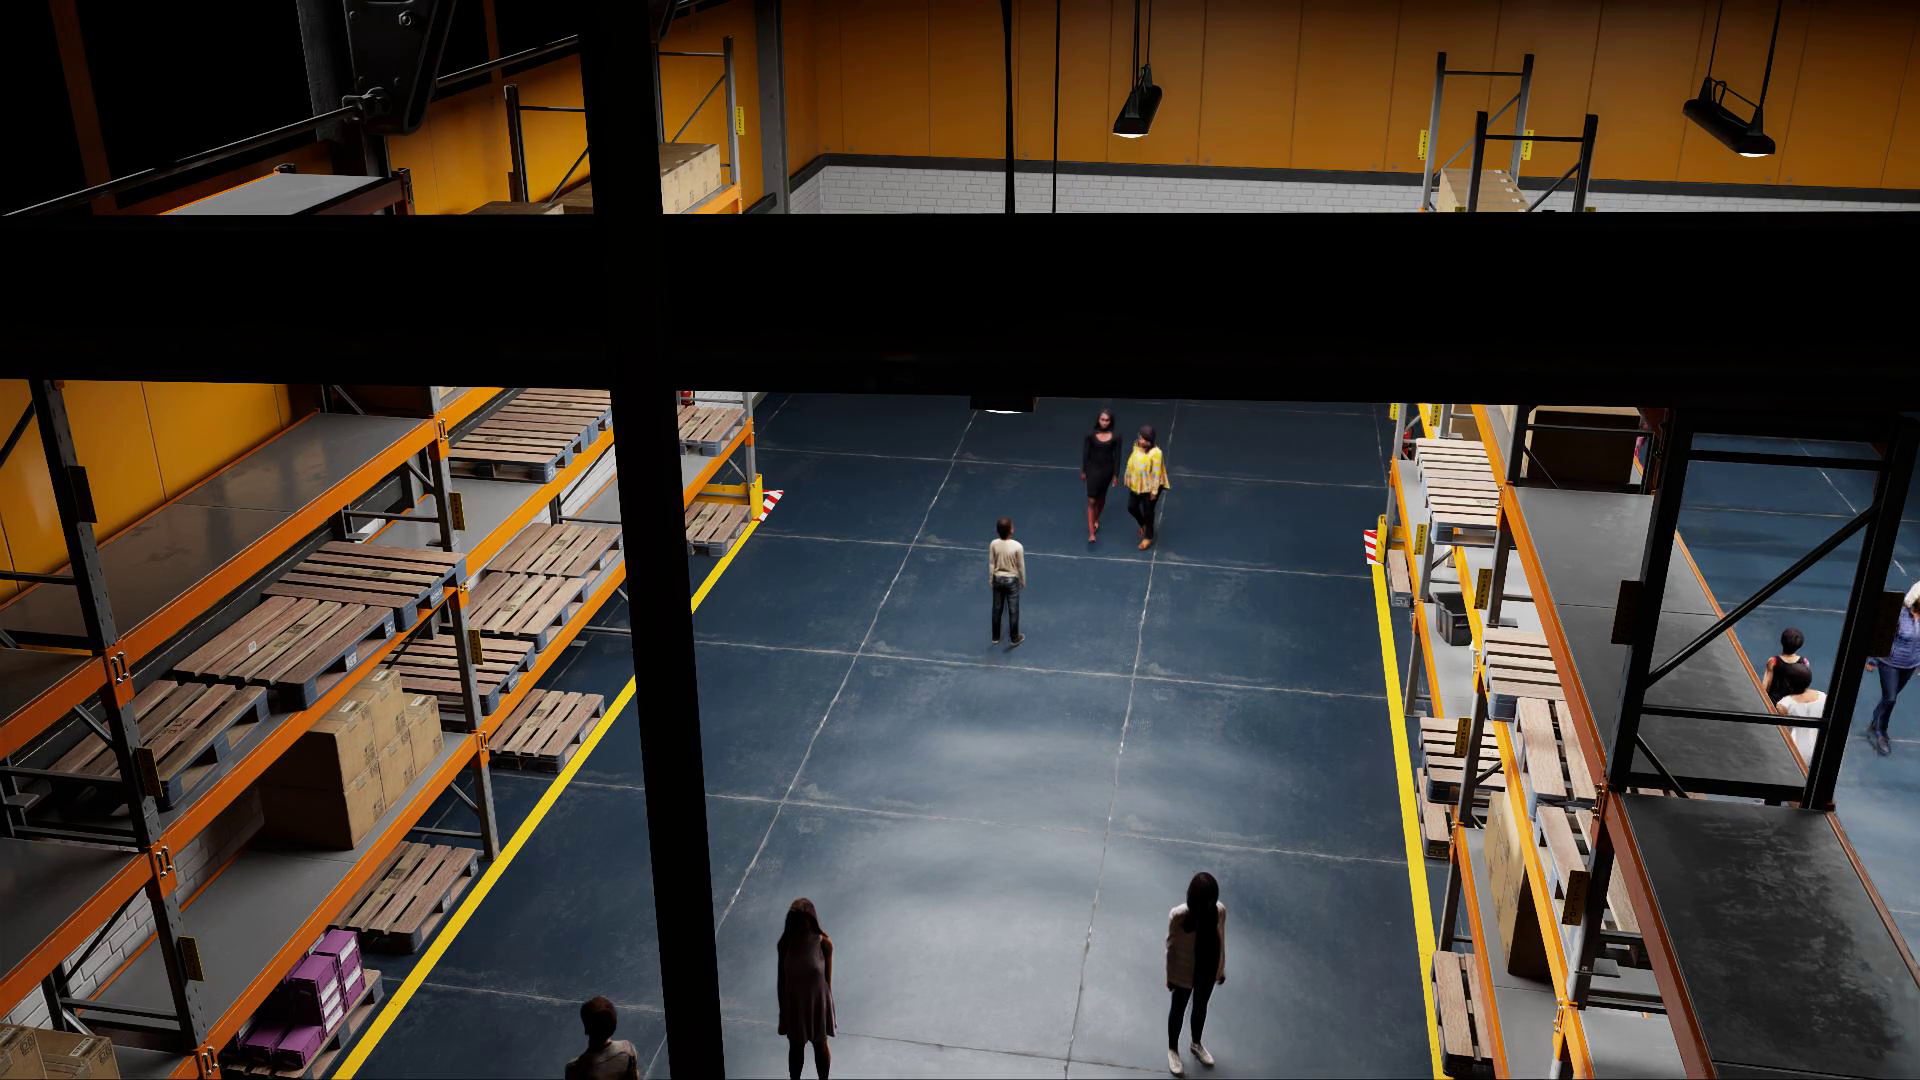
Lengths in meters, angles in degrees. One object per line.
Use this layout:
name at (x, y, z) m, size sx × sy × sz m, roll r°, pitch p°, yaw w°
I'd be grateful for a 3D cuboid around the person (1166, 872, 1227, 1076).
person at (1.675, 3.059, 11.898) m, size 0.704 × 1.635 × 0.711 m, roll -8°, pitch 25°, yaw -18°

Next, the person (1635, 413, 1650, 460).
person at (8.351, -0.773, 20.579) m, size 0.632 × 1.702 × 0.724 m, roll 5°, pitch 24°, yaw 11°

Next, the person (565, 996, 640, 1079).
person at (-2.146, 3.667, 10.207) m, size 1.084 × 1.874 × 1.121 m, roll -17°, pitch 29°, yaw -33°

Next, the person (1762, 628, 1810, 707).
person at (7.632, 1.521, 15.519) m, size 0.559 × 1.552 × 0.516 m, roll 2°, pitch 24°, yaw 5°

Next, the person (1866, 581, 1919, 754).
person at (9.081, 1.141, 16.177) m, size 0.784 × 1.722 × 0.889 m, roll -2°, pitch 24°, yaw -3°

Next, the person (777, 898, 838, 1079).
person at (-1.052, 3.203, 11.400) m, size 0.599 × 1.770 × 0.619 m, roll 0°, pitch 24°, yaw 1°

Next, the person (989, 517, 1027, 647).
person at (0.496, 0.449, 18.083) m, size 0.580 × 1.463 × 0.523 m, roll 7°, pitch 25°, yaw 16°

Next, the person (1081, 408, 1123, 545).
person at (1.760, -0.849, 20.787) m, size 0.748 × 1.675 × 1.180 m, roll 2°, pitch 24°, yaw 3°

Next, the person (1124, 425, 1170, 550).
person at (2.319, -0.680, 20.446) m, size 0.919 × 1.639 × 0.868 m, roll -17°, pitch 29°, yaw -34°

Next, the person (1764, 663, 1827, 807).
person at (7.321, 1.873, 14.567) m, size 0.815 × 1.670 × 0.956 m, roll -1°, pitch 24°, yaw -2°
